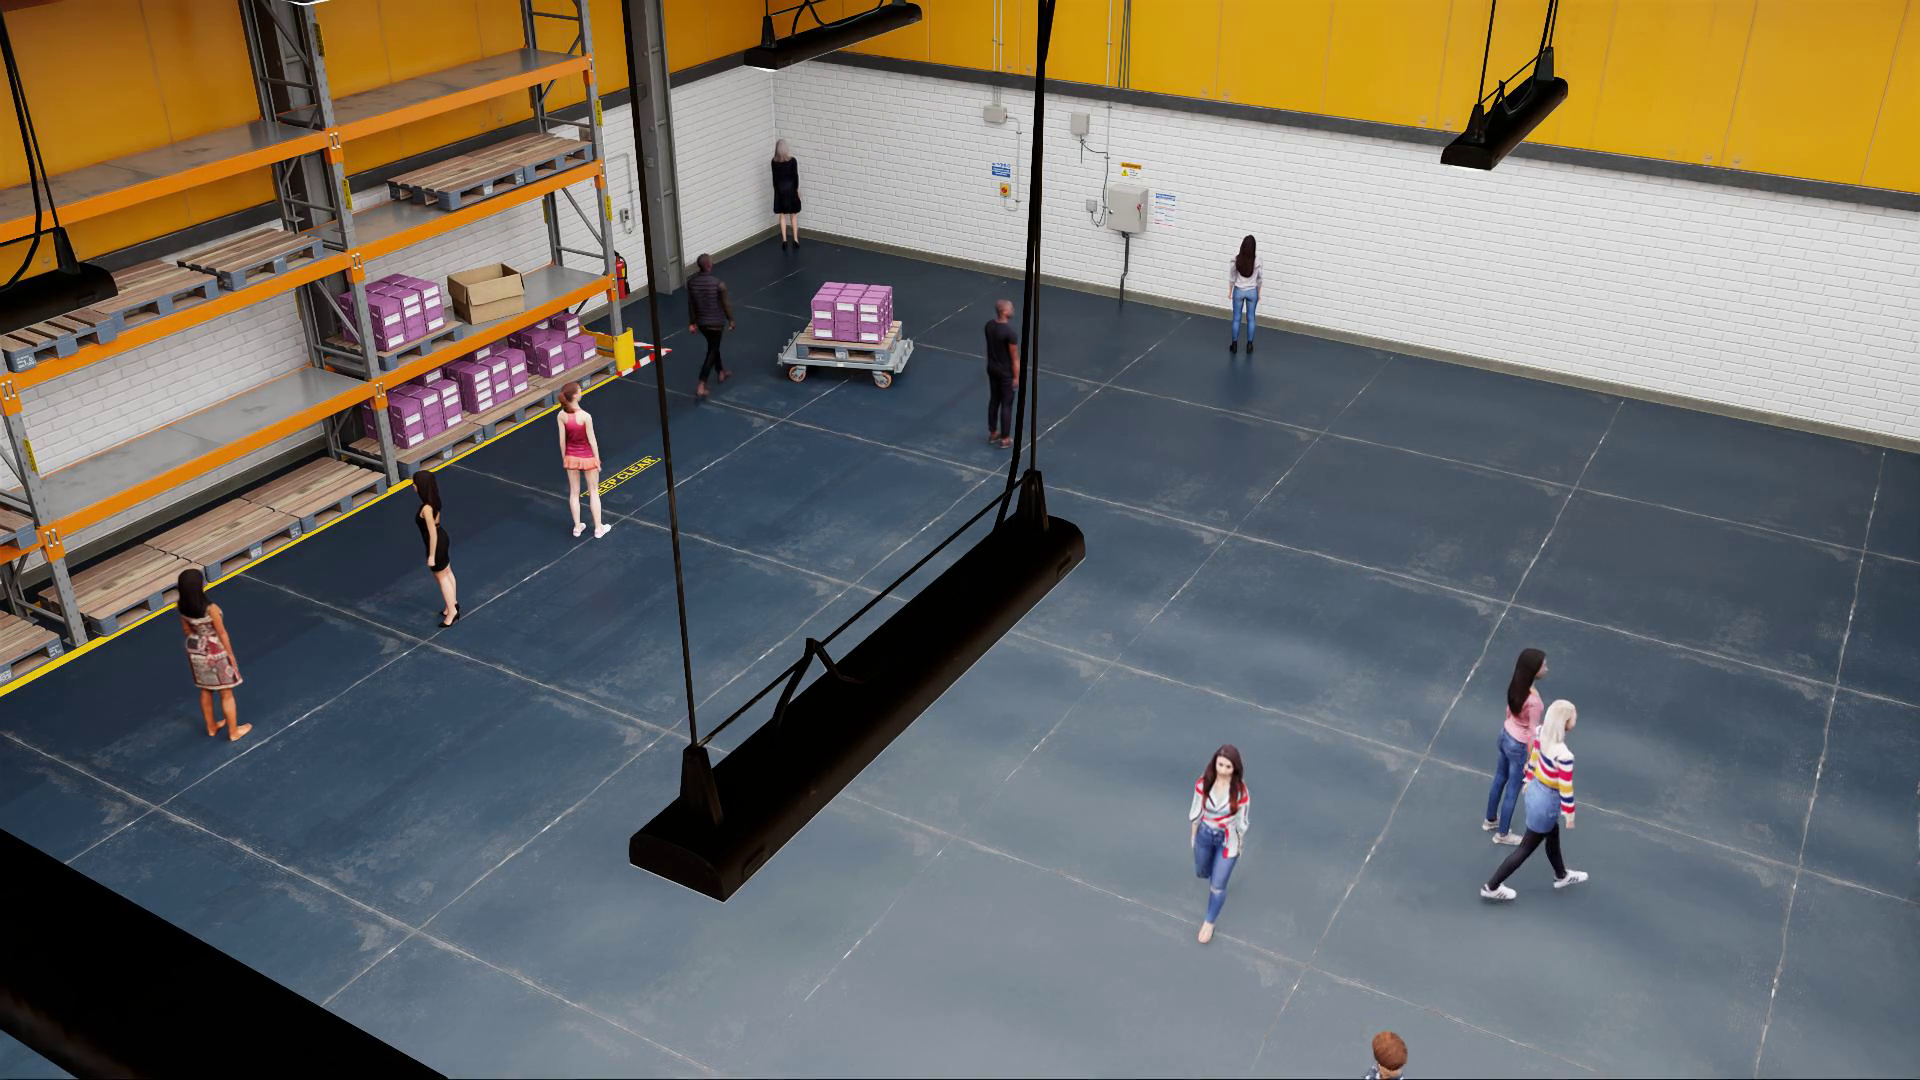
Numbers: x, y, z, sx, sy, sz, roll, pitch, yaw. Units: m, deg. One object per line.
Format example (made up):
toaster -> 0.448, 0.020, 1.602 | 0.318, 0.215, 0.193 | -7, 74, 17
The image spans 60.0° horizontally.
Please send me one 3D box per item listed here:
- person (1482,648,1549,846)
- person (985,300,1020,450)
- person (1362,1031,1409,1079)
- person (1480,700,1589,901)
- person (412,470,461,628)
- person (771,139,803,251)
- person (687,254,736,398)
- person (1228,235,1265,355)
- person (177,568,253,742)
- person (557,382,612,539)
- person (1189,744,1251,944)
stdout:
person -> 4.406, 1.617, 13.168 | 0.700, 1.742, 0.620 | -4, 29, -7
person -> 0.491, -1.967, 19.661 | 0.698, 1.817, 0.737 | -22, 35, -34
person -> 2.485, 3.492, 10.053 | 0.655, 1.435, 0.543 | 23, 36, 36
person -> 4.298, 1.993, 12.457 | 1.090, 1.764, 1.152 | -1, 29, -2
person -> -5.057, 0.074, 16.095 | 0.704, 1.648, 0.612 | -3, 29, -6
person -> -2.722, -5.417, 26.058 | 0.695, 1.747, 0.718 | 0, 29, 0
person -> -3.187, -2.672, 20.976 | 0.774, 1.795, 1.213 | 12, 31, 20
person -> 3.829, -3.298, 22.292 | 0.676, 1.633, 0.665 | 2, 29, 3
person -> -6.527, 0.986, 14.431 | 0.705, 1.642, 0.620 | 8, 30, 14
person -> -4.042, -0.859, 17.699 | 0.628, 1.750, 0.613 | 5, 29, 8
person -> 1.929, 2.171, 12.304 | 0.644, 1.598, 0.929 | 12, 31, 21
